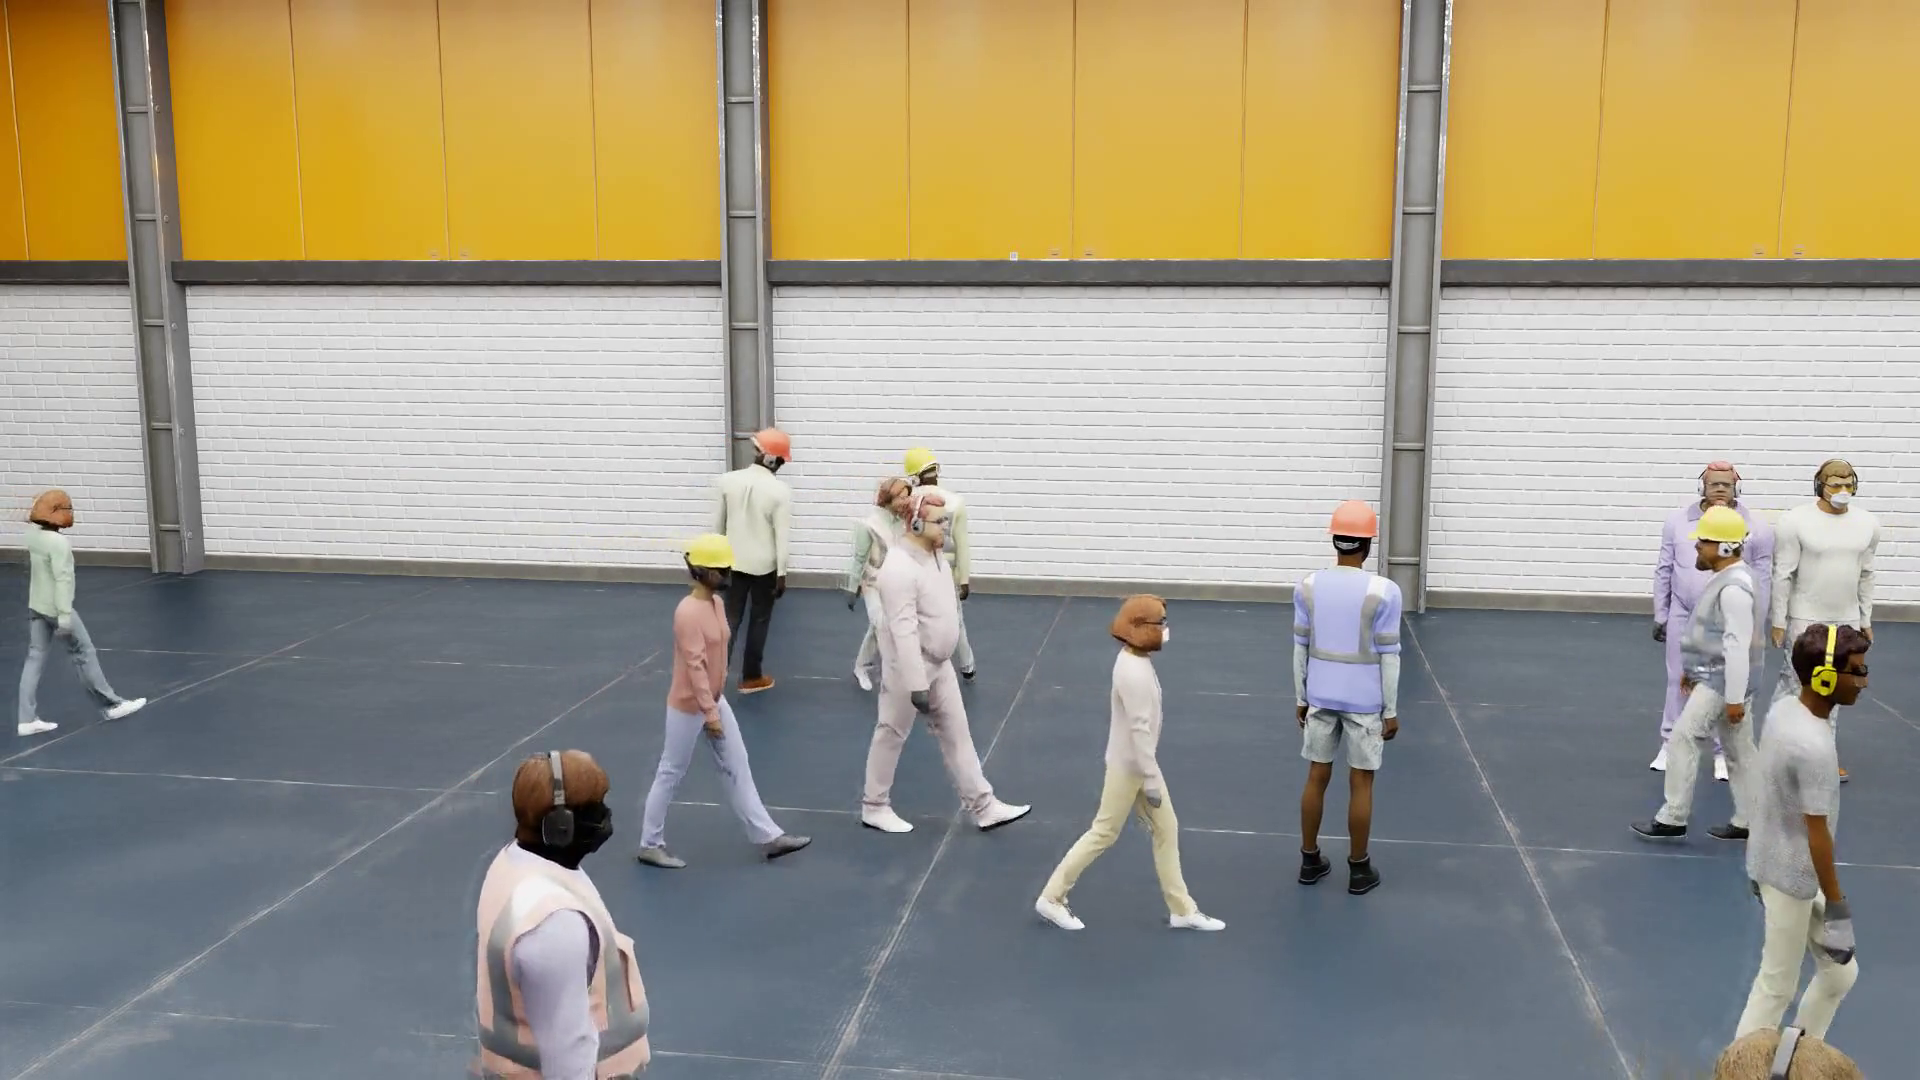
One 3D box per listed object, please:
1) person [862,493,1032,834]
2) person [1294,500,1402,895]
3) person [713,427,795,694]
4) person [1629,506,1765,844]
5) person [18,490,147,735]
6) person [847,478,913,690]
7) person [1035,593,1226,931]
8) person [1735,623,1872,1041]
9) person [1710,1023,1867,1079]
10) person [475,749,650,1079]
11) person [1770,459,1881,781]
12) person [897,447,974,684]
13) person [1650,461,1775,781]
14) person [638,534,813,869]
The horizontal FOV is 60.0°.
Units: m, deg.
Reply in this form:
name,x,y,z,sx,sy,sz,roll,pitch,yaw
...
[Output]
name,x,y,z,sx,sy,sz,roll,pitch,yaw
person,-0.119,0.683,8.818,0.968,1.857,0.679,4,10,23
person,1.896,0.764,8.150,0.540,1.930,0.384,7,12,37
person,-1.503,0.184,11.691,0.674,1.939,0.768,3,10,20
person,3.920,0.718,8.774,0.779,1.804,0.594,5,10,26
person,-5.895,0.458,11.015,0.520,1.591,0.825,7,12,38
person,-0.559,0.343,11.772,0.557,1.592,0.879,-9,13,-43
person,0.761,1.021,7.592,0.858,1.593,0.506,2,9,12
person,2.968,1.194,5.708,0.623,1.848,0.578,3,10,19
person,1.215,1.672,2.655,0.641,1.901,0.984,-9,13,-44
person,-1.063,1.435,4.292,0.608,1.829,0.640,-3,10,-19
person,5.109,0.477,9.865,0.635,1.937,0.353,0,9,-3
person,-0.210,0.214,11.978,0.630,1.779,0.721,1,9,8
person,4.478,0.475,9.964,0.650,1.913,0.409,6,11,34
person,-1.234,0.831,8.367,0.907,1.722,0.544,2,10,14
